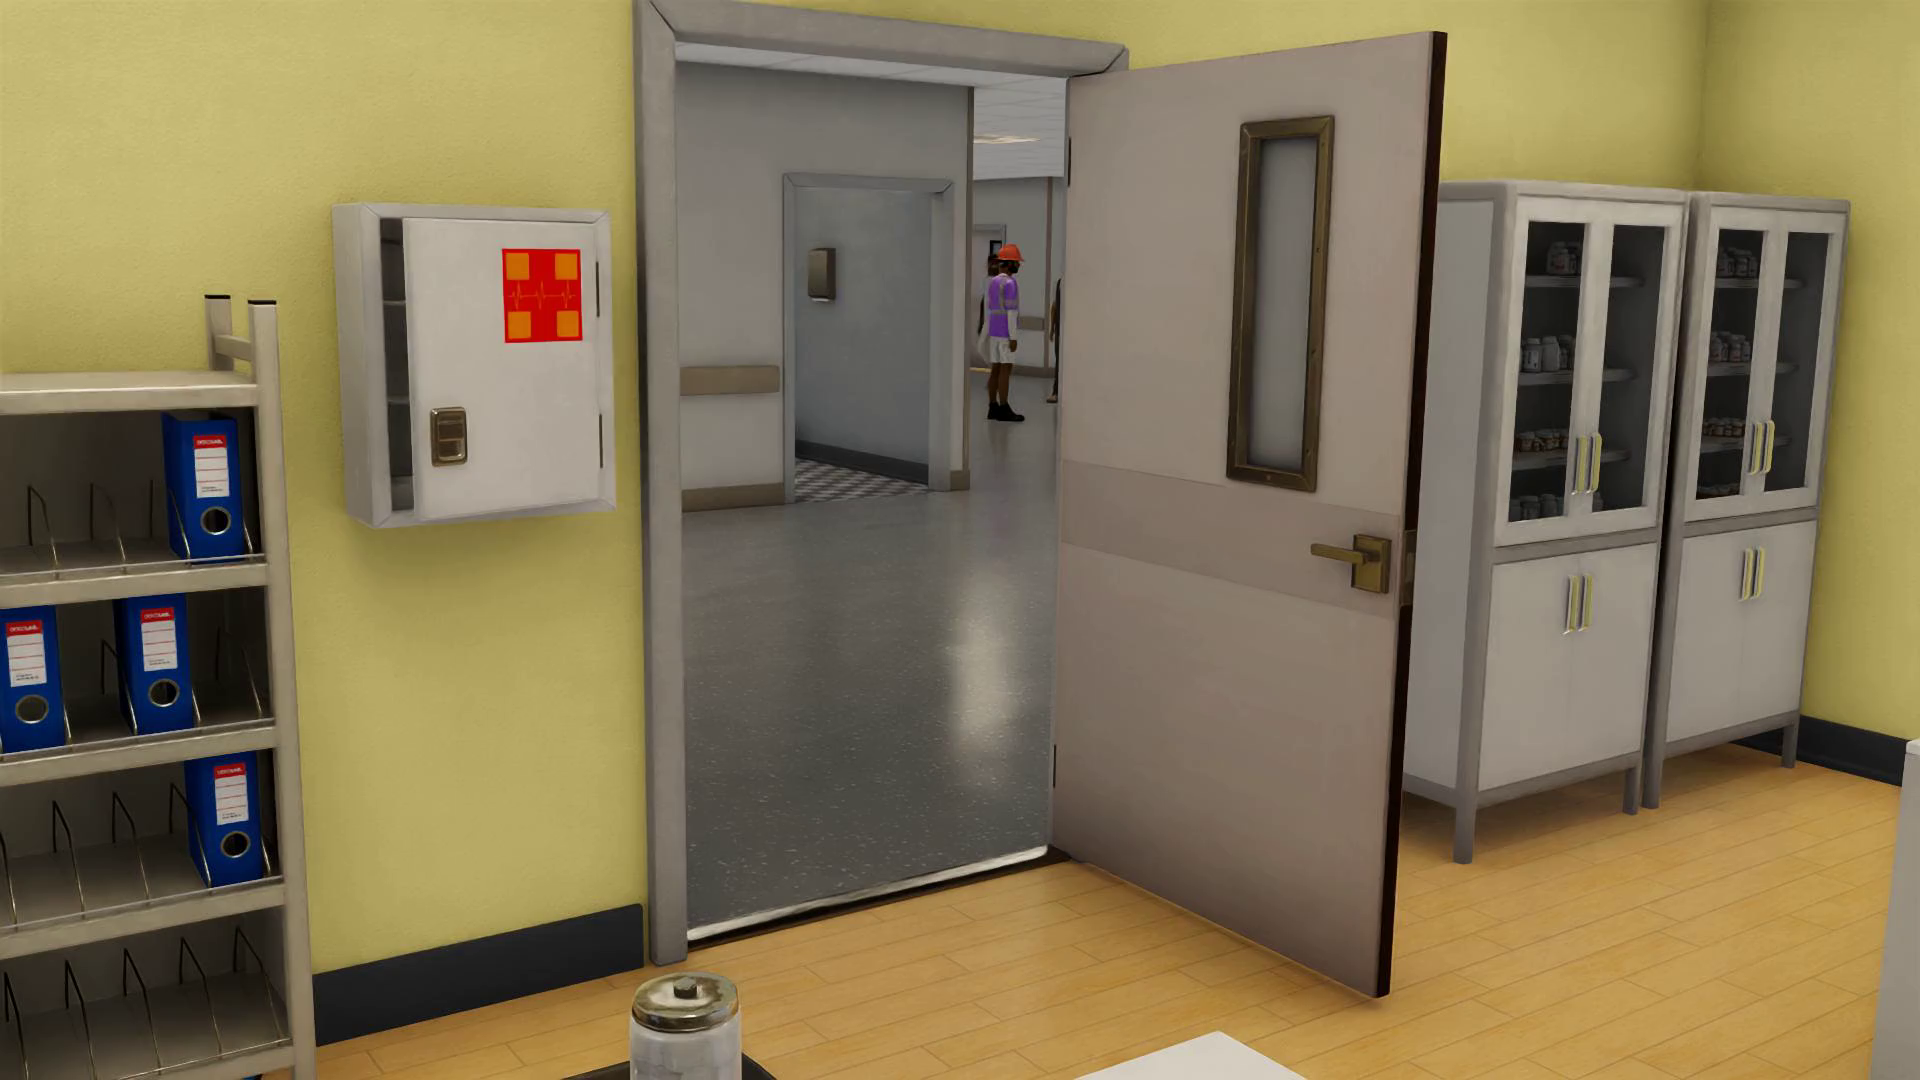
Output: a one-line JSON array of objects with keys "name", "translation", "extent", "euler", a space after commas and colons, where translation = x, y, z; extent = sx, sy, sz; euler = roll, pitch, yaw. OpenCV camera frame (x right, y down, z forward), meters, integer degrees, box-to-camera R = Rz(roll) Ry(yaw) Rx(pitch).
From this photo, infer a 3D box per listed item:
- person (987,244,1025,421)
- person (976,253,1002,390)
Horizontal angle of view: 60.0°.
[{"name": "person", "translation": [0.509, -2.274, 18.299], "extent": [0.379, 1.938, 0.547], "euler": [-3, 10, -22]}, {"name": "person", "translation": [0.449, -2.970, 22.694], "extent": [0.556, 1.856, 0.402], "euler": [8, 12, 35]}]
